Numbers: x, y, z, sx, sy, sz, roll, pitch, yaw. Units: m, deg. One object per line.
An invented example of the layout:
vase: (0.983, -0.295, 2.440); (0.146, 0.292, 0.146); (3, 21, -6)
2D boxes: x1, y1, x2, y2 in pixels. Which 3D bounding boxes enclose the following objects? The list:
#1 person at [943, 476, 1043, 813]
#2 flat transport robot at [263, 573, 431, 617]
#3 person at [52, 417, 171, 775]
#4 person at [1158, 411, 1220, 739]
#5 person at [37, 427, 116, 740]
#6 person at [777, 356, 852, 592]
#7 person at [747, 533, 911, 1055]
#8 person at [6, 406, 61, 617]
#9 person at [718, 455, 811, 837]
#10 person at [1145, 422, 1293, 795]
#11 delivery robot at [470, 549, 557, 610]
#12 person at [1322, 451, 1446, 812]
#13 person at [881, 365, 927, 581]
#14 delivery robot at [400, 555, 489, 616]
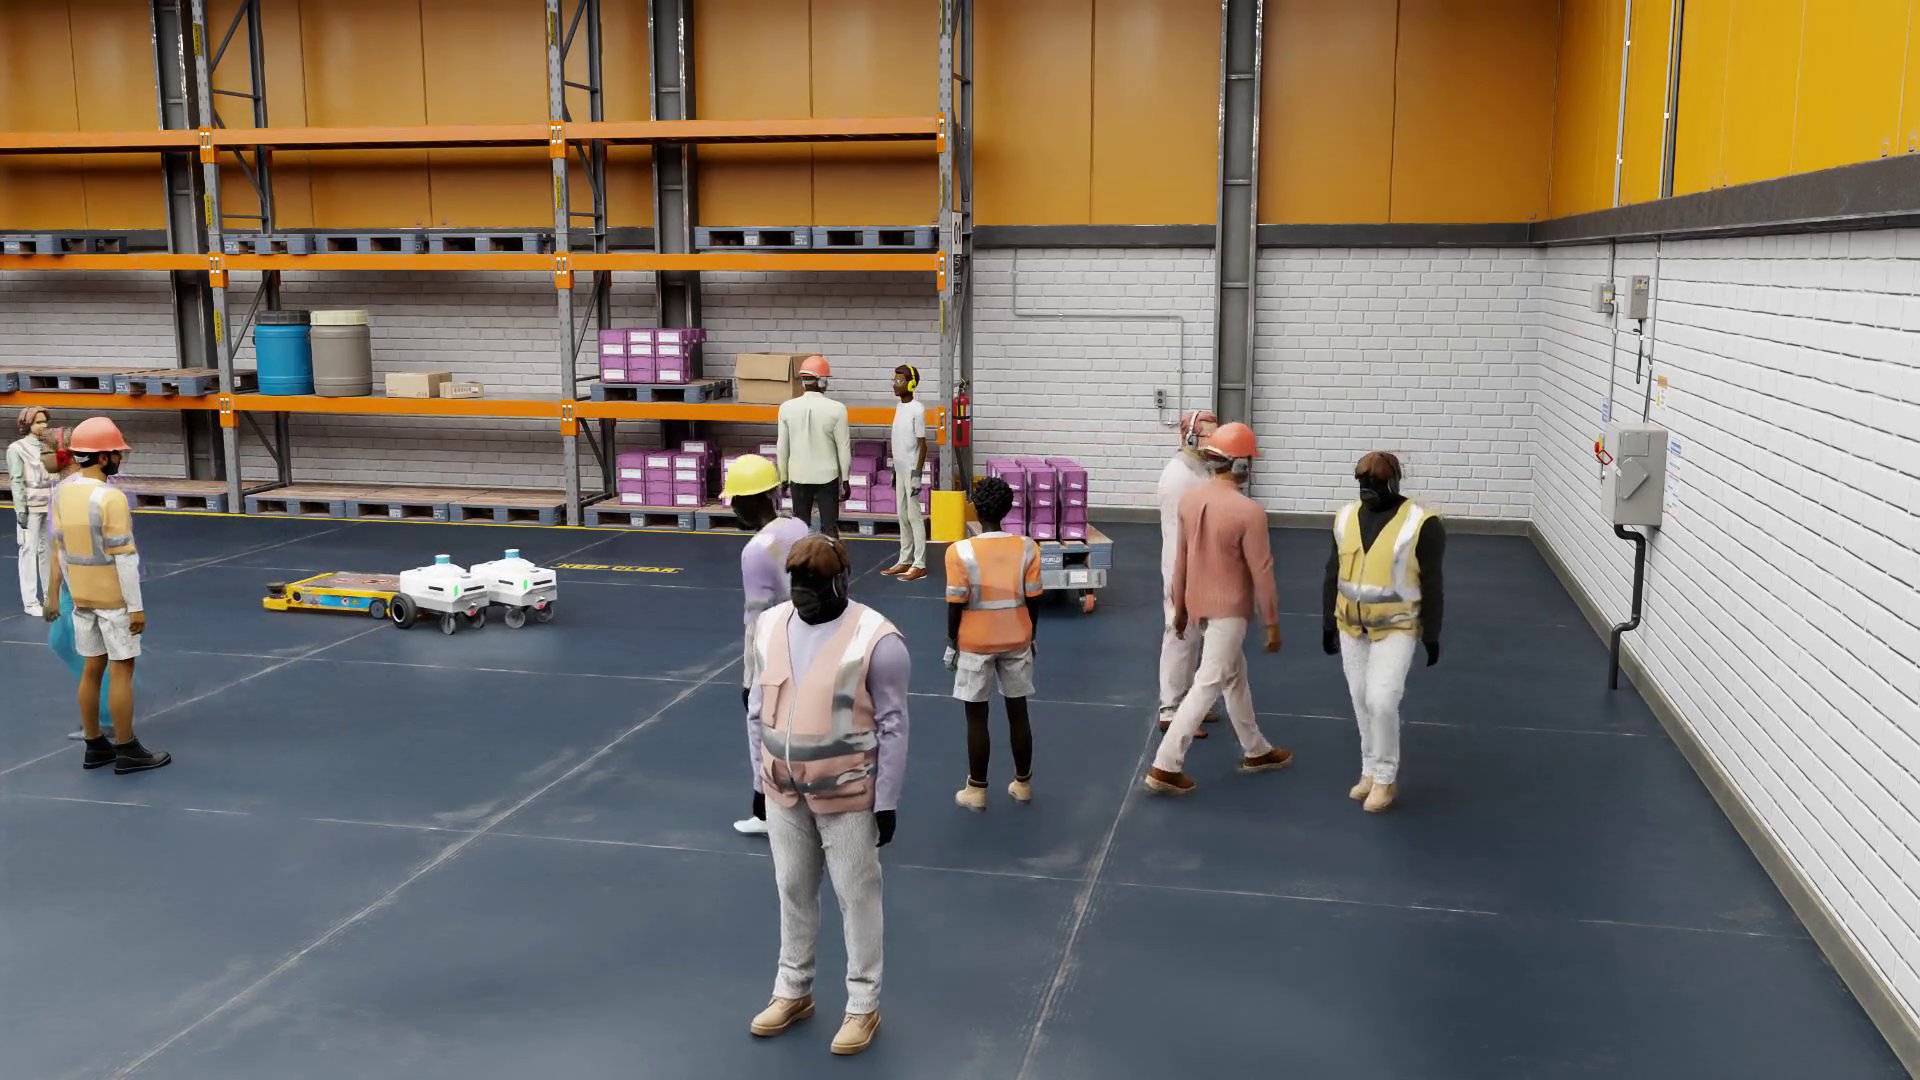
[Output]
person: (0.164, 0.526, 8.407); (0.539, 1.695, 0.319); (-4, 10, -22)
flat transport robot: (-4.720, 0.424, 13.224); (1.431, 0.197, 0.652); (3, 10, 16)
person: (-4.614, 0.303, 9.017); (0.550, 1.937, 0.357); (5, 11, 27)
person: (1.381, 0.190, 9.782); (0.403, 1.906, 0.652); (4, 10, 21)
person: (-5.084, 0.260, 9.607); (0.455, 1.829, 0.582); (-3, 10, -18)
person: (-1.191, -0.519, 13.720); (0.623, 1.990, 0.391); (2, 10, 11)
person: (-0.486, 0.884, 5.859); (0.625, 1.843, 0.430); (5, 11, 28)
person: (-7.217, -0.230, 13.047); (0.311, 1.642, 0.513); (2, 10, 11)
person: (-0.873, 0.543, 7.736); (0.761, 1.884, 0.615); (2, 10, 14)
person: (1.376, 0.354, 8.716); (1.041, 1.944, 0.642); (-5, 11, -29)
delivery robot: (-3.423, 0.315, 12.756); (0.707, 0.478, 0.477); (7, 12, 36)
person: (2.077, 0.463, 8.414); (0.642, 1.819, 0.598); (9, 13, 44)
person: (-0.470, -0.587, 14.474); (0.328, 1.876, 0.515); (-5, 11, -28)
delivery robot: (-3.881, 0.355, 12.516); (0.707, 0.478, 0.477); (7, 12, 35)
